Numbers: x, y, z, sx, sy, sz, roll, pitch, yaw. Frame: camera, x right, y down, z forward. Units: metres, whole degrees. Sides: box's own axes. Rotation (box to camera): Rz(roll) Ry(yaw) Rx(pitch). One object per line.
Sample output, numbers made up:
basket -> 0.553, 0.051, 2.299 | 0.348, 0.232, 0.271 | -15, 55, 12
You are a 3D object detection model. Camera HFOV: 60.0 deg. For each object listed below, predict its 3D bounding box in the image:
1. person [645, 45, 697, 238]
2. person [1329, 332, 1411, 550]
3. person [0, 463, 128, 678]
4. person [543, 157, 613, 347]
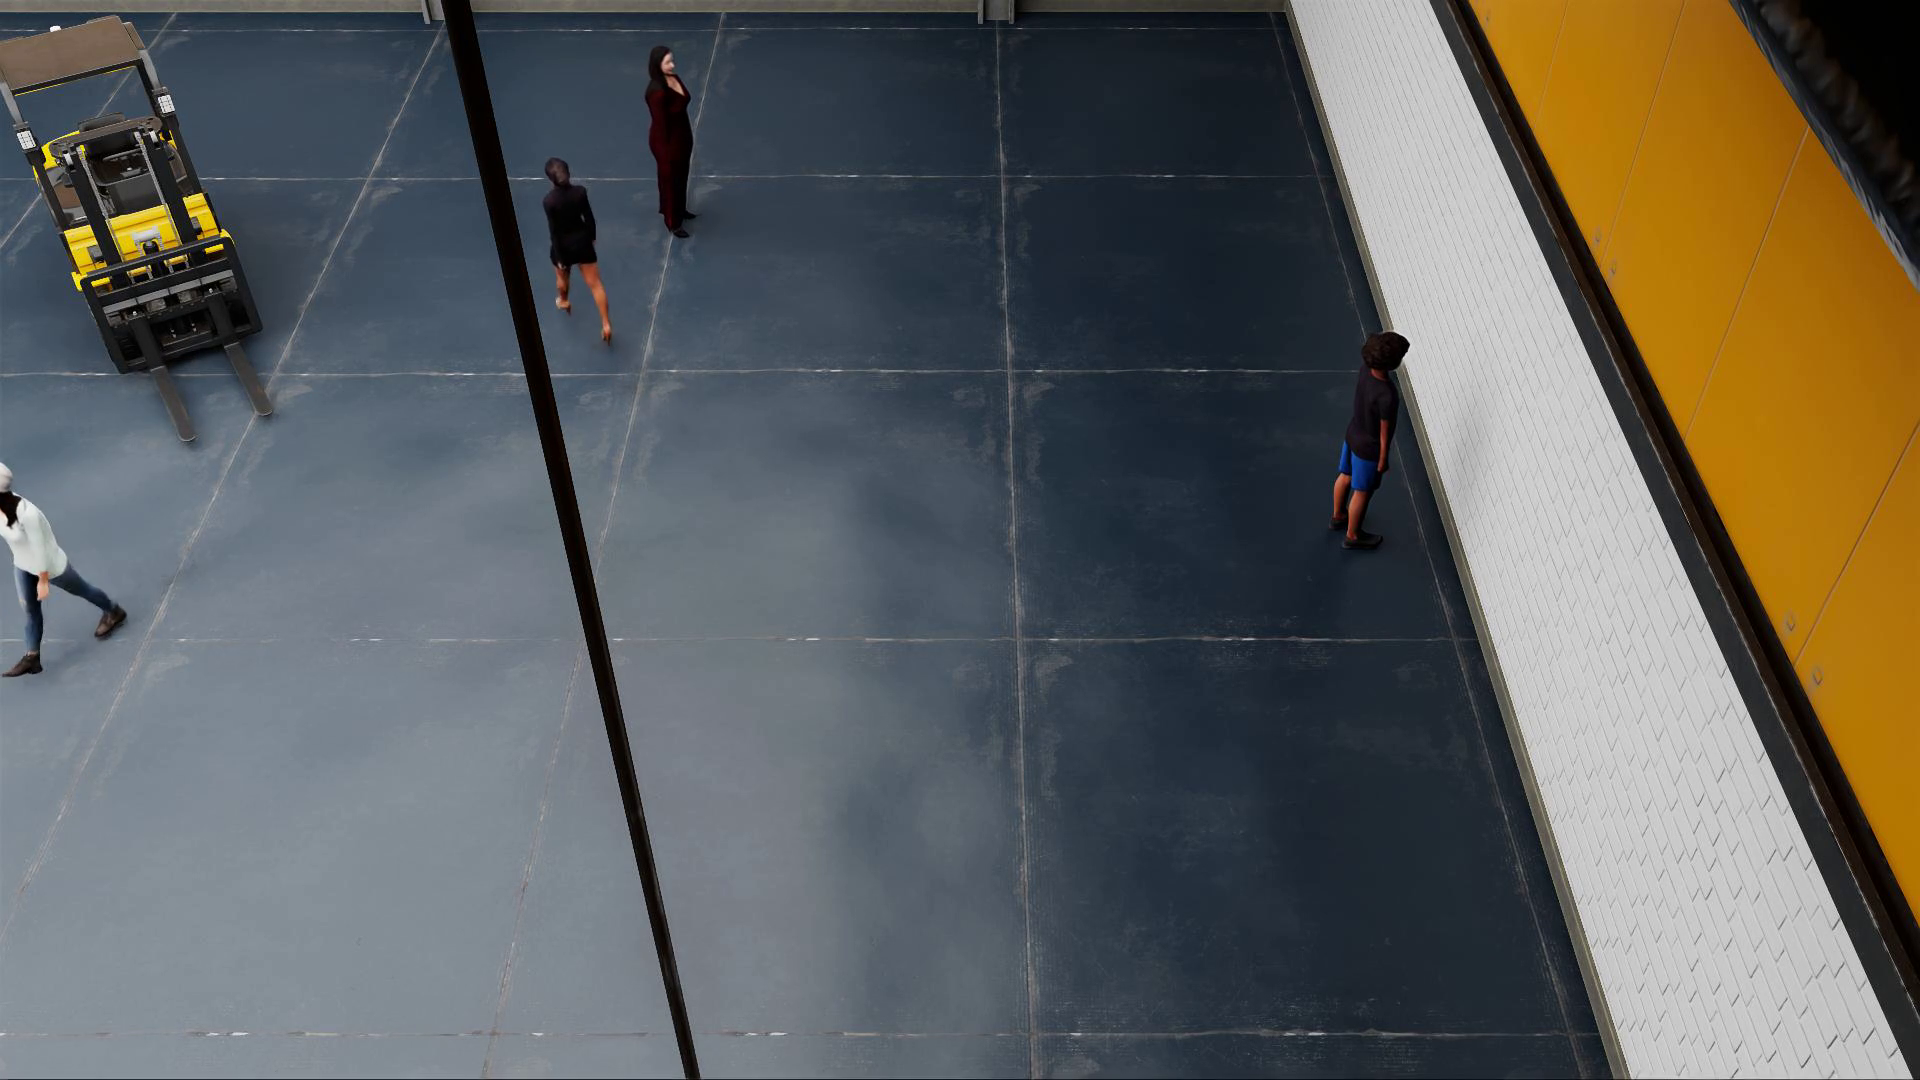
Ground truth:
person -> -2.544, -3.503, 14.556 | 0.628, 1.756, 0.682 | 4, 44, 4
person -> 2.836, -0.697, 11.579 | 0.668, 1.799, 0.661 | -11, 45, -11
person -> -5.922, 0.116, 10.873 | 1.099, 1.596, 0.972 | 20, 47, 20
person -> -3.058, -2.274, 13.389 | 1.045, 1.587, 1.009 | -25, 49, -24
